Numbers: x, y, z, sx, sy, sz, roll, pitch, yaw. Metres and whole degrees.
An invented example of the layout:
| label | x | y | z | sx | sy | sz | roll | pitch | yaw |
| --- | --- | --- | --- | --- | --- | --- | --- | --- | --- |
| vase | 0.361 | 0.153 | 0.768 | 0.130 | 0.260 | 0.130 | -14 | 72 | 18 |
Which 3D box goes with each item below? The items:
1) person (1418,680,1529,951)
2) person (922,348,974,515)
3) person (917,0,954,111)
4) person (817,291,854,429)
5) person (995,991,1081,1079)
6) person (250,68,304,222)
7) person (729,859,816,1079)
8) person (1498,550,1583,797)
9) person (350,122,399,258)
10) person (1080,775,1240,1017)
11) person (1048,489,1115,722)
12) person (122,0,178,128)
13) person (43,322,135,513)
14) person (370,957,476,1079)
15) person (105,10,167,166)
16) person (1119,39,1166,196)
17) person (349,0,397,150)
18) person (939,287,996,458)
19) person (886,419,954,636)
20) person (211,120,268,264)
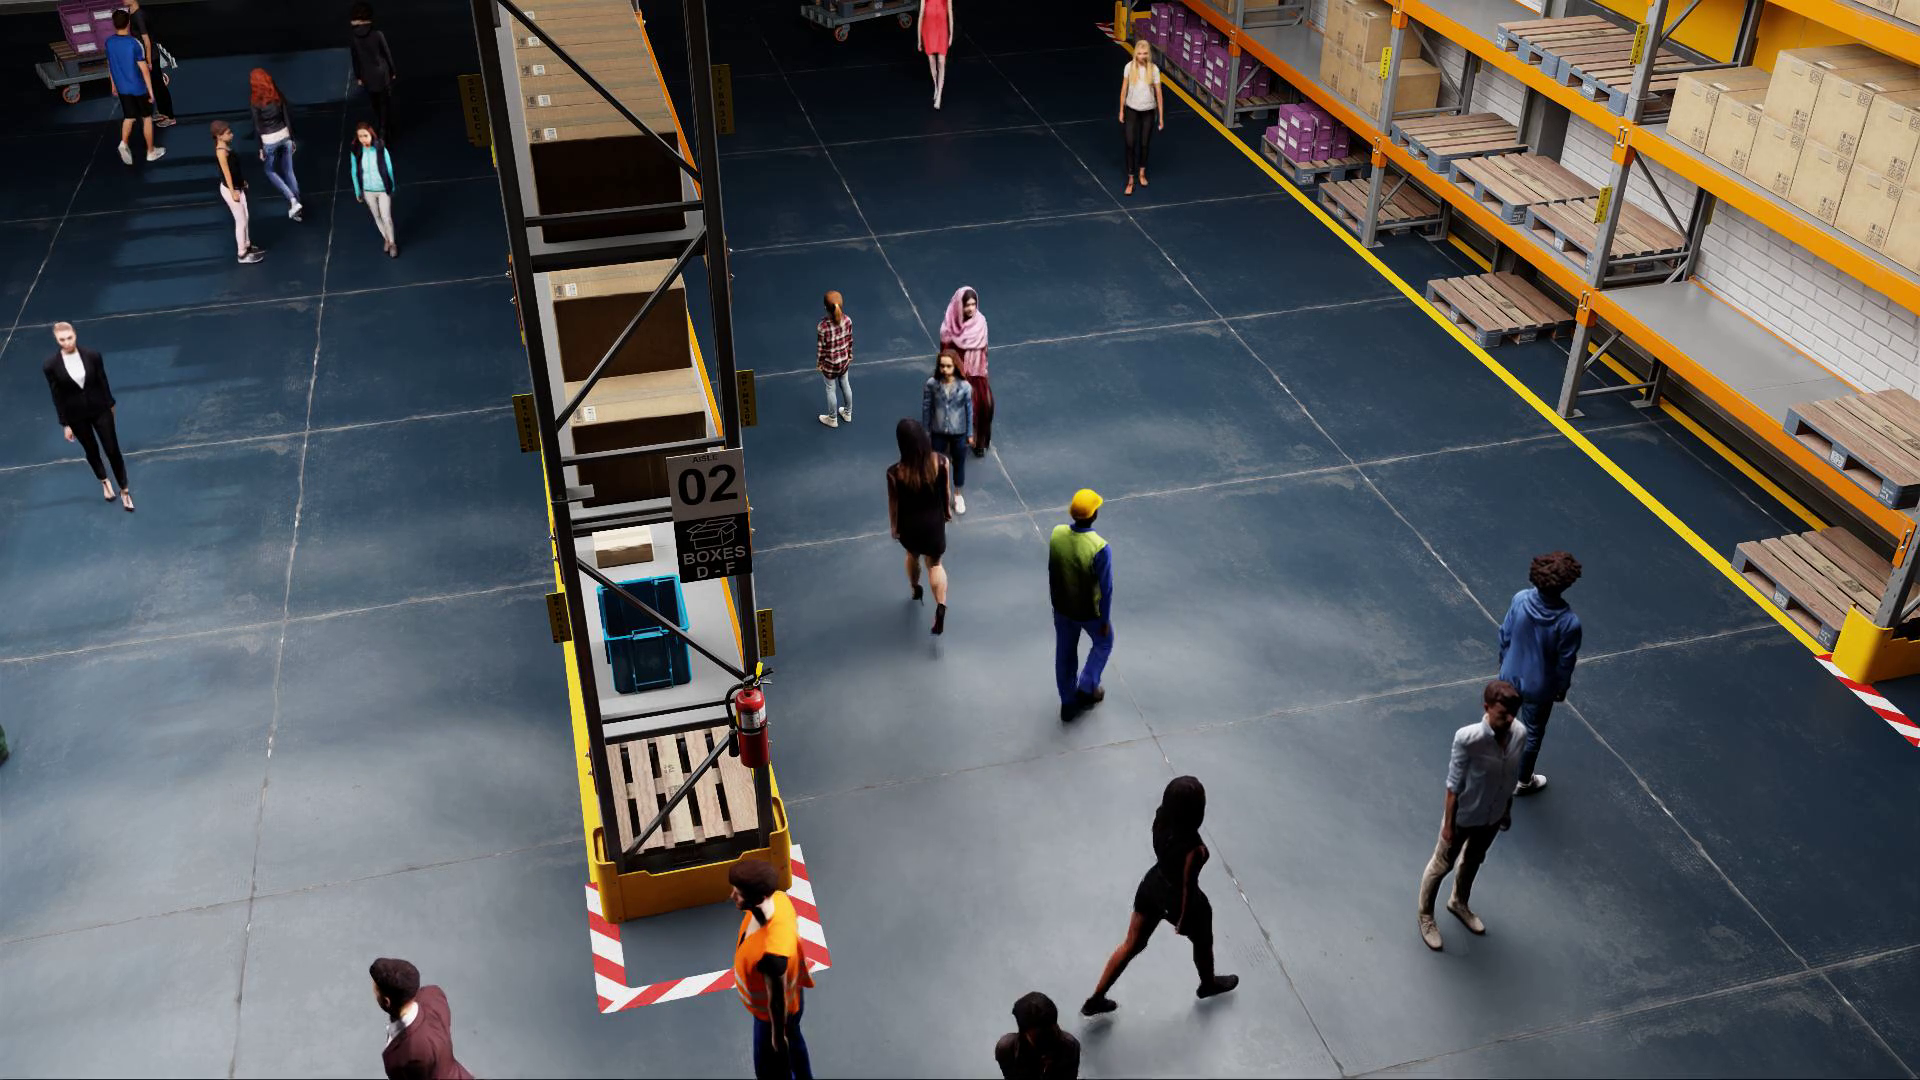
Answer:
| label | x | y | z | sx | sy | sz | roll | pitch | yaw |
| --- | --- | --- | --- | --- | --- | --- | --- | --- | --- |
| person | 2.983 | 1.557 | 9.644 | 0.662 | 1.847 | 0.573 | -11 | 35 | -16 |
| person | -0.090 | -0.900 | 13.676 | 0.630 | 1.475 | 0.601 | 3 | 34 | 4 |
| person | -0.321 | -6.665 | 22.069 | 0.870 | 1.785 | 1.164 | 4 | 34 | 6 |
| person | -1.118 | -1.633 | 14.932 | 0.608 | 1.306 | 0.626 | -23 | 40 | -30 |
| person | 0.406 | 2.891 | 7.818 | 1.151 | 1.645 | 0.781 | -8 | 34 | -12 |
| person | -7.622 | -4.384 | 18.647 | 0.770 | 1.774 | 0.854 | -28 | 43 | -35 |
| person | -0.924 | 2.321 | 8.469 | 0.775 | 1.874 | 0.624 | -5 | 34 | -7 |
| person | 3.692 | 0.850 | 10.741 | 0.819 | 1.810 | 0.669 | -26 | 41 | -33 |
| person | -6.351 | -3.855 | 18.116 | 0.615 | 1.483 | 0.713 | -3 | 34 | -4 |
| person | 1.068 | 2.013 | 9.096 | 0.838 | 1.694 | 1.189 | -16 | 37 | -23 |
| person | 0.772 | 0.484 | 11.297 | 0.806 | 1.804 | 0.866 | 18 | 38 | 25 |
| person | -10.475 | -6.238 | 21.446 | 0.773 | 1.765 | 0.640 | -25 | 41 | -33 |
| person | -7.202 | -1.047 | 13.710 | 0.759 | 1.683 | 0.878 | -19 | 38 | -26 |
| person | -2.396 | 2.695 | 7.956 | 1.002 | 1.820 | 1.292 | 0 | 34 | 0 |
| person | -10.092 | -5.451 | 20.190 | 0.929 | 1.843 | 1.144 | 0 | 34 | 0 |
| person | 2.121 | -5.047 | 19.628 | 0.847 | 1.793 | 0.975 | 0 | 34 | 1 |
| person | -7.303 | -5.769 | 20.751 | 0.823 | 1.753 | 1.185 | 1 | 34 | 1 |
| person | -0.010 | -1.475 | 14.409 | 0.672 | 1.621 | 0.695 | -11 | 35 | -17 |
| person | -0.256 | -0.067 | 12.238 | 0.651 | 1.679 | 1.008 | -7 | 34 | -10 |
| person | -7.826 | -3.761 | 17.903 | 0.644 | 1.561 | 0.440 | -9 | 35 | -14 |
